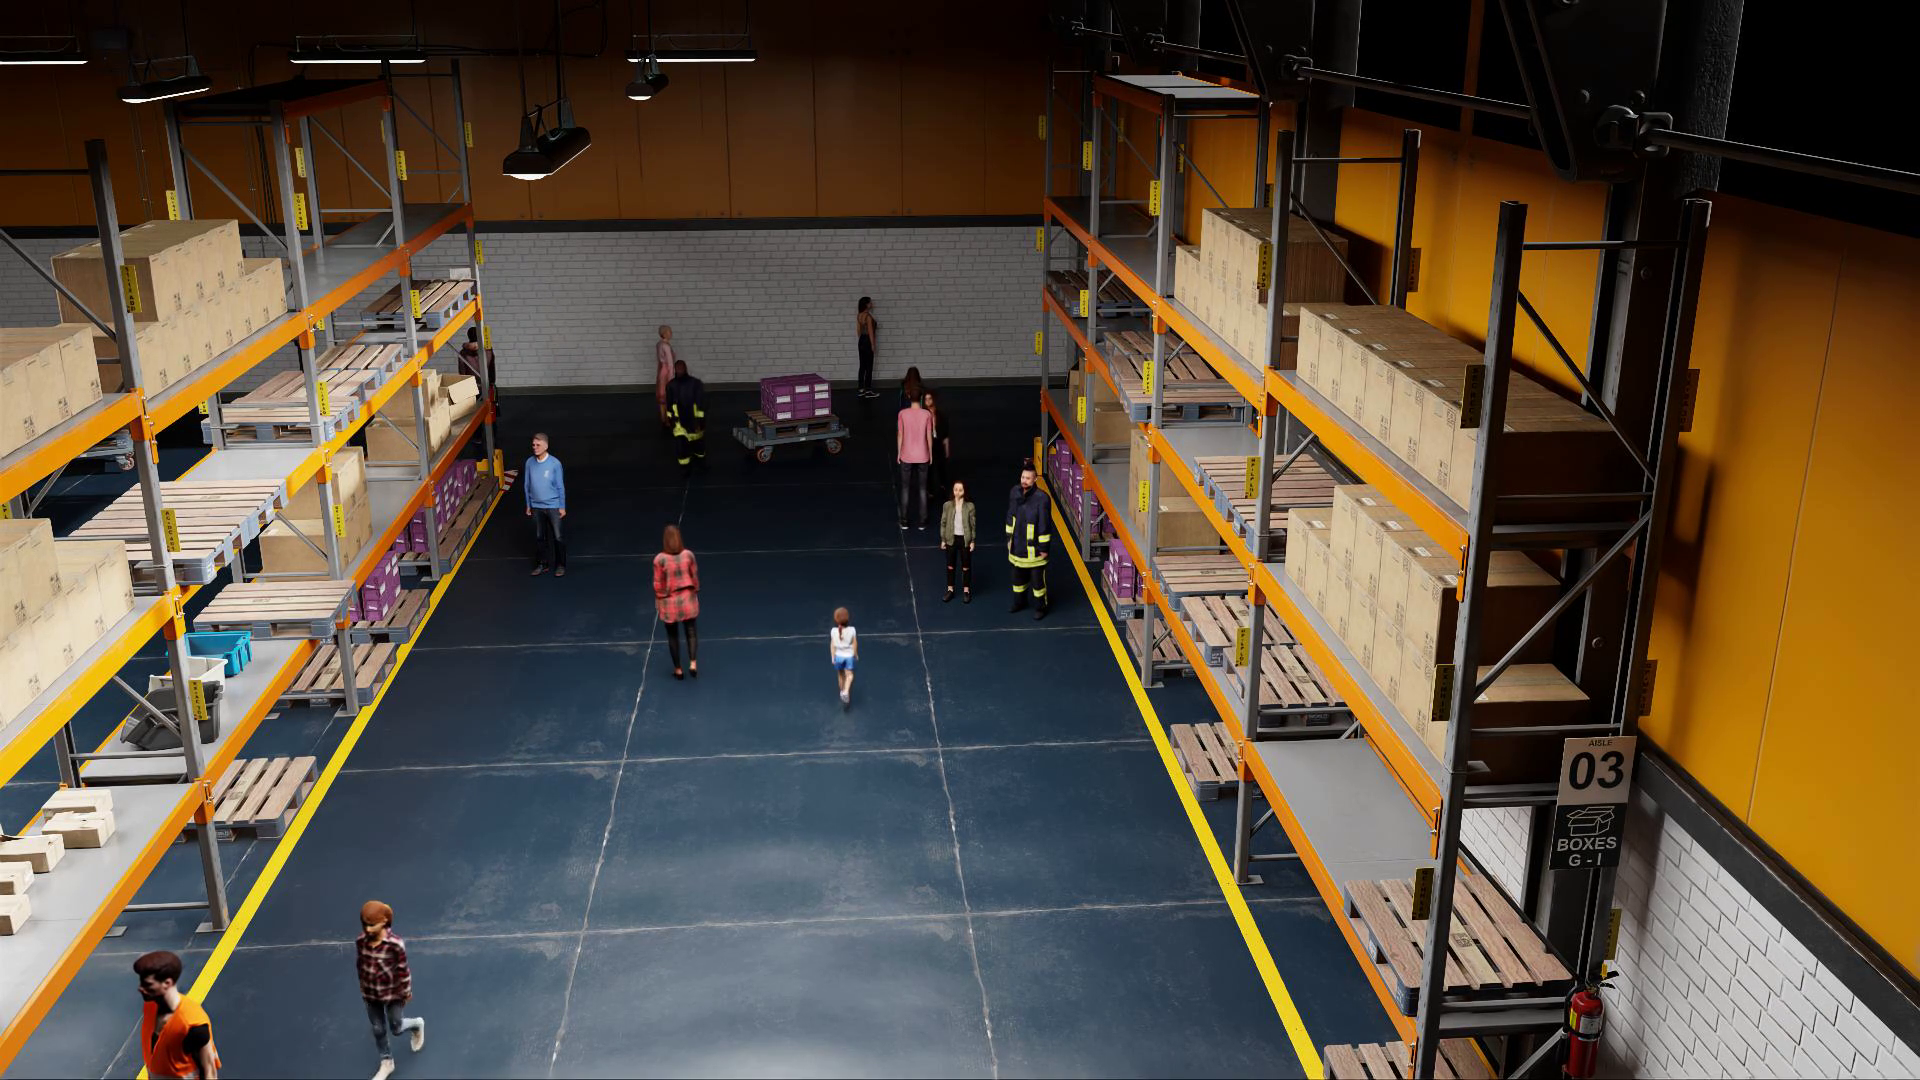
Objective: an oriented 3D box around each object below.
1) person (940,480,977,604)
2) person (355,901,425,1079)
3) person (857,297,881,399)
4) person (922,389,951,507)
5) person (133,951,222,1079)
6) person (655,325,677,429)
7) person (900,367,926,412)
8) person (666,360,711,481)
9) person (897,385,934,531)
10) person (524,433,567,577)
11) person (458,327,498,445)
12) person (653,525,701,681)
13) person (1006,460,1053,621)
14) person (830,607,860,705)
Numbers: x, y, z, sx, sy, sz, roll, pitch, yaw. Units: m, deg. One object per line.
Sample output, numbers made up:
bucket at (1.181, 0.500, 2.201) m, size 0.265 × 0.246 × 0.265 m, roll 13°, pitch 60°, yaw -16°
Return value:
person at (-0.014, 0.007, 19.602) m, size 0.630 × 1.476 × 0.598 m, roll 4°, pitch 19°, yaw 10°
person at (-3.818, 2.962, 11.112) m, size 0.652 × 1.294 × 0.799 m, roll 4°, pitch 19°, yaw 12°
person at (-1.659, -3.411, 29.295) m, size 0.753 × 1.769 × 0.639 m, roll -12°, pitch 22°, yaw -32°
person at (-0.343, -1.308, 23.205) m, size 0.722 × 1.670 × 0.929 m, roll 2°, pitch 19°, yaw 5°
person at (-4.429, 3.180, 9.543) m, size 0.802 × 1.884 × 0.839 m, roll 12°, pitch 22°, yaw 31°
person at (-4.819, -2.680, 27.245) m, size 0.747 × 1.690 × 0.658 m, roll -12°, pitch 22°, yaw -32°
person at (-0.751, -1.862, 25.164) m, size 0.830 × 1.469 × 1.064 m, roll 6°, pitch 20°, yaw 18°
person at (-3.992, -1.802, 24.500) m, size 0.785 × 1.780 × 1.129 m, roll -1°, pitch 19°, yaw -4°
person at (-0.604, -1.099, 22.133) m, size 0.635 × 1.958 × 0.561 m, roll 0°, pitch 19°, yaw -1°
person at (-5.077, -0.450, 20.426) m, size 0.718 × 1.817 × 0.655 m, roll 3°, pitch 19°, yaw 10°
person at (-7.623, -2.463, 26.355) m, size 0.870 × 1.848 × 0.875 m, roll -13°, pitch 22°, yaw -33°
person at (-2.929, 0.669, 17.291) m, size 0.689 × 1.698 × 0.657 m, roll -7°, pitch 20°, yaw -19°
person at (0.798, -0.016, 19.078) m, size 0.882 × 1.855 × 0.939 m, roll 15°, pitch 23°, yaw 37°
person at (-1.175, 1.182, 16.841) m, size 0.463 × 1.013 × 0.622 m, roll 0°, pitch 19°, yaw 1°
